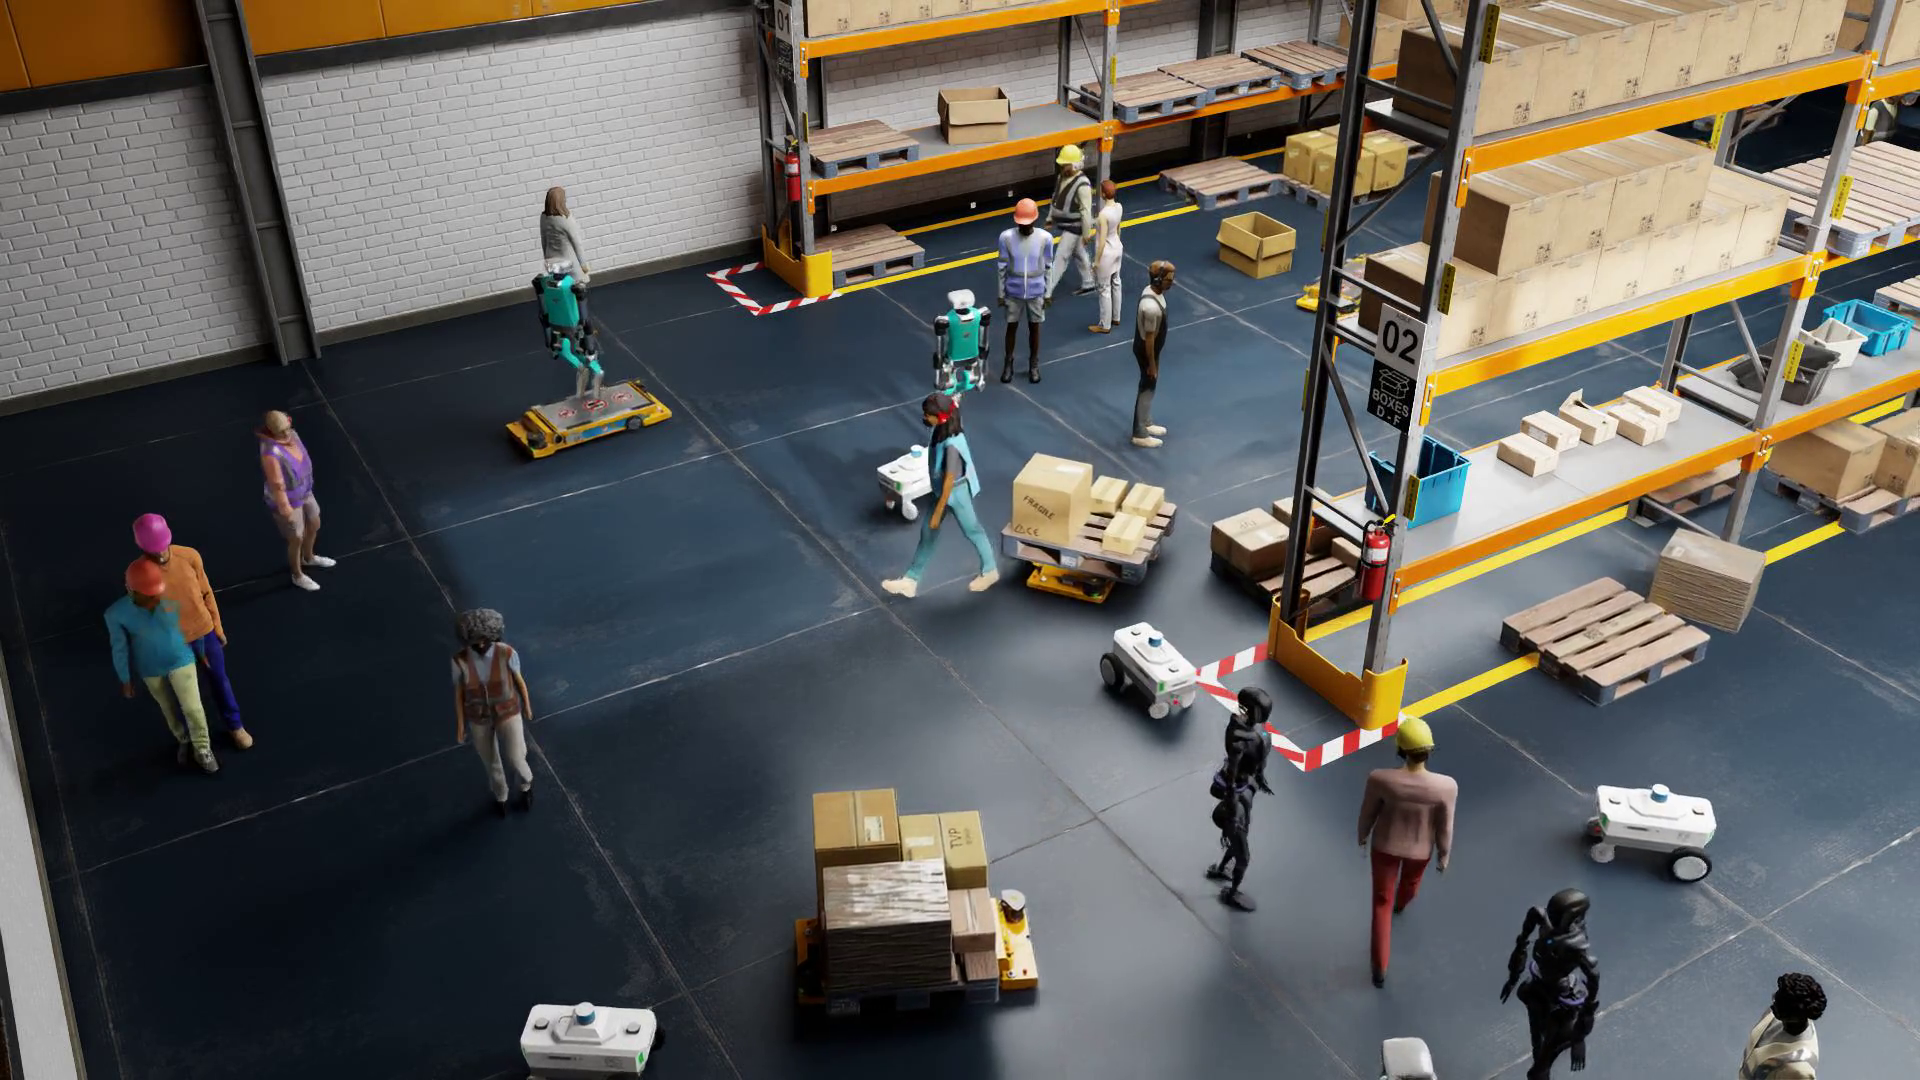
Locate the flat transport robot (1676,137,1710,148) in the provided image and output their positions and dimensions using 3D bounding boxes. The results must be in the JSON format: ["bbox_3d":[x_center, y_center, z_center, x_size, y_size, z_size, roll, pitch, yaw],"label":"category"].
[{"bbox_3d":[9.480,-5.253,22.462,1.431,0.231,0.659,9,33,14],"label":"flat transport robot"}]

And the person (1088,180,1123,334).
[{"bbox_3d":[1.554,-2.991,17.543,0.269,1.656,0.461,20,37,28],"label":"person"}]

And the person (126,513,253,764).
[{"bbox_3d":[-5.333,0.658,11.435,0.516,1.974,0.397,-25,40,-34],"label":"person"}]

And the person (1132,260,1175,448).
[{"bbox_3d":[1.777,-1.720,15.357,0.361,1.836,0.509,5,32,8],"label":"person"}]

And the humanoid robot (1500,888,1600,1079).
[{"bbox_3d":[3.131,2.471,8.829,0.567,1.632,0.603,-14,35,-21],"label":"humanoid robot"}]

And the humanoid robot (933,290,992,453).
[{"bbox_3d":[-0.065,-1.515,15.163,0.538,1.809,0.761,-13,34,-19],"label":"humanoid robot"}]

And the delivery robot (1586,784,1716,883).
[{"bbox_3d":[4.534,1.866,10.855,0.805,0.612,0.499,6,33,10],"label":"delivery robot"}]

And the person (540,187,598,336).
[{"bbox_3d":[-4.117,-2.891,17.382,0.486,1.660,0.339,11,34,17],"label":"person"}]

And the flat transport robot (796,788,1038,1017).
[{"bbox_3d":[-0.279,2.480,10.129,1.431,0.231,0.659,-3,32,-5],"label":"flat transport robot"}]

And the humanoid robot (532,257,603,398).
[{"bbox_3d":[-3.594,-1.890,15.734,0.550,1.798,0.694,10,33,16],"label":"humanoid robot"}]

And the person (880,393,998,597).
[{"bbox_3d":[-0.116,-0.325,13.153,1.017,1.813,0.542,-12,34,-18],"label":"person"}]

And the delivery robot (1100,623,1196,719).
[{"bbox_3d":[1.426,0.934,12.344,0.524,0.614,0.786,-15,35,-22],"label":"delivery robot"}]

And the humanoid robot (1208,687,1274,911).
[{"bbox_3d":[1.757,1.571,10.269,0.501,1.650,0.588,16,35,24],"label":"humanoid robot"}]

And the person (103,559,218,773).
[{"bbox_3d":[-5.431,0.857,11.349,0.579,1.715,0.618,-13,35,-20],"label":"person"}]

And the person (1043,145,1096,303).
[{"bbox_3d":[1.131,-3.444,18.151,0.933,1.784,0.594,-9,33,-14],"label":"person"}]

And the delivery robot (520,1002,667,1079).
[{"bbox_3d":[-2.057,2.826,9.297,0.783,0.584,0.499,2,32,3],"label":"delivery robot"}]

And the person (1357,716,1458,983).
[{"bbox_3d":[2.635,1.759,9.919,0.535,1.714,0.900,6,33,10],"label":"person"}]

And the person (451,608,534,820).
[{"bbox_3d":[-3.066,1.155,10.917,0.455,1.675,0.396,-5,32,-7],"label":"person"}]

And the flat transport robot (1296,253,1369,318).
[{"bbox_3d":[4.405,-2.833,18.603,0.659,0.231,1.431,23,39,32],"label":"flat transport robot"}]

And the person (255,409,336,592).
[{"bbox_3d":[-5.323,-0.321,13.278,0.396,1.661,0.543,5,32,8],"label":"person"}]

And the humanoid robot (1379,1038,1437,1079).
[{"bbox_3d":[1.809,3.045,7.844,0.696,1.782,0.530,-2,32,-4],"label":"humanoid robot"}]

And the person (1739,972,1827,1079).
[{"bbox_3d":[4.019,2.794,8.290,0.319,1.693,0.531,8,33,13],"label":"person"}]

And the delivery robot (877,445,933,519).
[{"bbox_3d":[-0.346,-0.556,14.713,0.778,0.607,0.515,-24,39,-33],"label":"delivery robot"}]

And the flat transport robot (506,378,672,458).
[{"bbox_3d":[-3.560,-1.178,15.962,1.431,0.231,0.659,-21,38,-29],"label":"flat transport robot"}]

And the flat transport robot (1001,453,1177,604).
[{"bbox_3d":[1.120,0.043,14.016,0.659,0.231,1.431,13,34,20],"label":"flat transport robot"}]

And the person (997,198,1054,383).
[{"bbox_3d":[0.641,-2.456,16.434,0.550,1.933,0.373,1,32,1],"label":"person"}]

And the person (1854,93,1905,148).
[{"bbox_3d":[11.005,-4.683,20.078,0.561,1.836,0.379,-20,37,-28],"label":"person"}]
